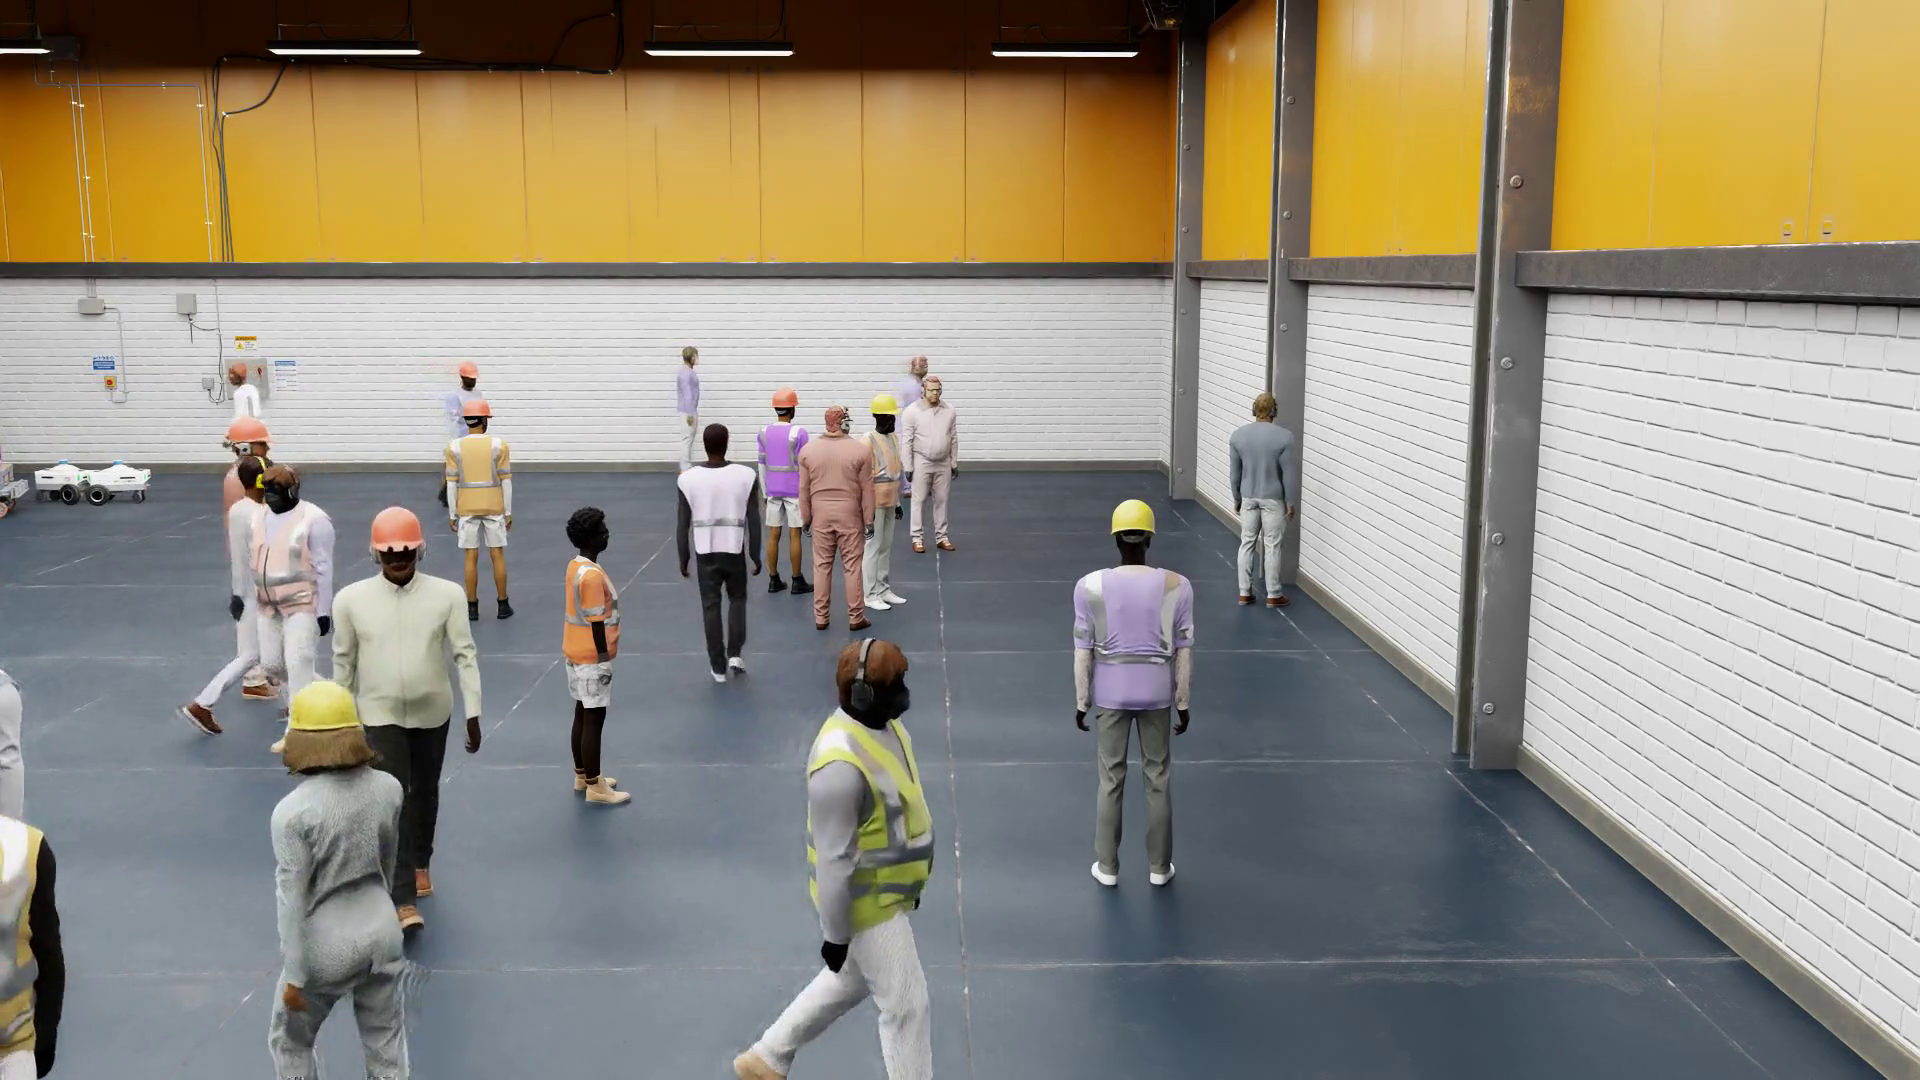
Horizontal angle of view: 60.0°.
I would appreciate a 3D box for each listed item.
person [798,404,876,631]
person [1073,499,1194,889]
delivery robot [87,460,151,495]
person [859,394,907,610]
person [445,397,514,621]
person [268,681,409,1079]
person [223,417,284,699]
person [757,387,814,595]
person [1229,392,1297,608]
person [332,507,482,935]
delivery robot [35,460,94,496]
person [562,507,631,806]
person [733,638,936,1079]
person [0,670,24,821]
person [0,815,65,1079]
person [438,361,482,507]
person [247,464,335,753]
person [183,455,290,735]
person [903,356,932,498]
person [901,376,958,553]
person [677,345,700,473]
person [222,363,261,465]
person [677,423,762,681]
[{"bbox_3d":[-1.020,-0.186,13.984,0.652,1.903,0.403,2,9,9],"label":"person"},{"bbox_3d":[0.844,0.759,8.143,0.585,1.920,0.374,0,9,3],"label":"person"},{"bbox_3d":[-10.879,-0.791,21.531,0.707,0.478,0.477,-3,10,-16],"label":"delivery robot"},{"bbox_3d":[-0.690,-0.348,14.901,0.368,1.928,0.585,4,10,25],"label":"person"},{"bbox_3d":[-4.147,-0.266,14.385,0.544,1.933,0.376,-2,9,-12],"label":"person"},{"bbox_3d":[-2.032,1.306,5.391,0.599,1.718,0.488,7,11,36],"label":"person"},{"bbox_3d":[-4.999,0.125,11.793,0.376,1.996,0.612,-2,10,-14],"label":"person"},{"bbox_3d":[-1.616,-0.458,15.537,0.544,1.942,0.353,4,10,25],"label":"person"},{"bbox_3d":[2.719,-0.356,14.924,0.631,1.939,0.372,6,11,32],"label":"person"},{"bbox_3d":[-2.550,0.815,7.721,0.647,1.936,1.009,-4,10,-23],"label":"person"},{"bbox_3d":[-11.620,-0.801,21.589,0.707,0.478,0.477,2,9,12],"label":"delivery robot"},{"bbox_3d":[-2.086,0.654,9.457,0.318,1.700,0.535,-4,10,-24],"label":"person"},{"bbox_3d":[-0.380,1.210,5.722,0.875,1.818,0.619,1,9,7],"label":"person"},{"bbox_3d":[-4.003,1.060,6.648,0.611,1.808,0.607,1,9,5],"label":"person"},{"bbox_3d":[-2.808,1.405,4.592,0.626,1.799,0.970,-6,11,-31],"label":"person"},{"bbox_3d":[-6.256,-1.320,20.991,0.967,1.893,0.549,6,11,32],"label":"person"},{"bbox_3d":[-4.229,0.404,10.622,0.633,1.821,0.648,3,10,18],"label":"person"},{"bbox_3d":[-4.673,0.357,10.928,0.923,1.824,0.525,-8,12,-39],"label":"person"},{"bbox_3d":[-0.457,-1.481,21.978,0.619,1.889,0.660,1,9,4],"label":"person"},{"bbox_3d":[-0.305,-0.809,17.826,0.646,1.902,0.399,-5,10,-26],"label":"person"},{"bbox_3d":[-3.908,-1.839,24.013,0.355,1.936,0.635,-1,9,-6],"label":"person"},{"bbox_3d":[-8.982,-1.297,20.957,0.533,1.857,0.618,-1,9,-5],"label":"person"},{"bbox_3d":[-1.784,0.096,12.312,0.619,1.880,0.538,-2,9,-11],"label":"person"}]
